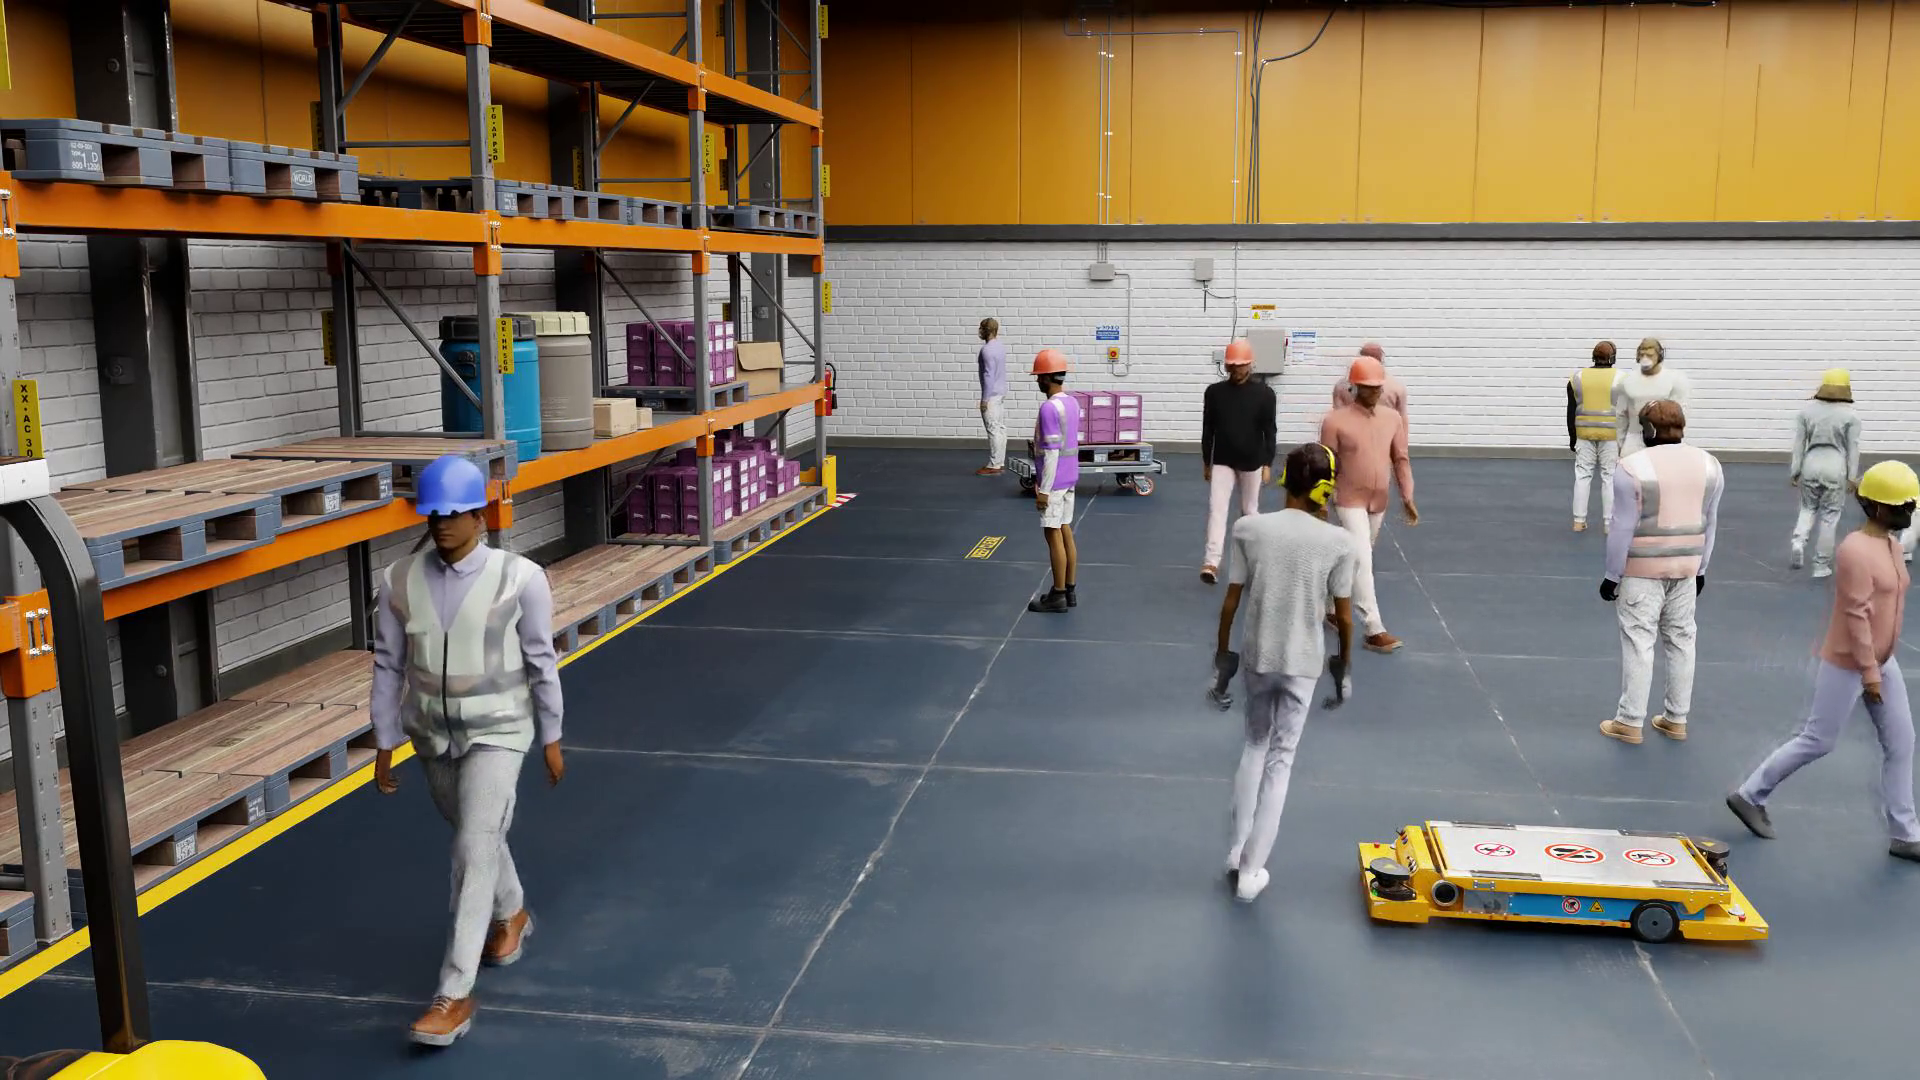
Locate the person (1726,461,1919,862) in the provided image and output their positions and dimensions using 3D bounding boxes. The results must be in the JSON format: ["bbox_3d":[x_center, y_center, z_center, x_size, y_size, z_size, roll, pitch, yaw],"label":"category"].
[{"bbox_3d":[3.803,0.502,7.119,0.519,1.731,0.856,-7,12,-39],"label":"person"}]

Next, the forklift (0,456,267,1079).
[{"bbox_3d":[-2.328,0.975,2.765,2.313,2.155,1.214,1,9,9],"label":"forklift"}]

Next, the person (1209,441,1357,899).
[{"bbox_3d":[1.302,0.516,6.675,0.550,1.833,0.531,4,10,25],"label":"person"}]

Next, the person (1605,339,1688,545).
[{"bbox_3d":[6.137,-0.842,14.883,0.645,1.890,0.979,7,11,36],"label":"person"}]

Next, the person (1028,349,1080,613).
[{"bbox_3d":[0.674,-0.431,12.230,0.371,1.933,0.551,4,10,22],"label":"person"}]

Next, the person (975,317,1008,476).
[{"bbox_3d":[0.386,-1.750,20.355,0.376,1.940,0.629,3,10,17],"label":"person"}]

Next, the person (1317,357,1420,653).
[{"bbox_3d":[2.720,-0.262,11.194,0.609,1.943,1.014,-4,10,-24],"label":"person"}]

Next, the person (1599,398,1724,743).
[{"bbox_3d":[3.694,0.166,8.848,0.621,1.841,0.429,-2,9,-12],"label":"person"}]

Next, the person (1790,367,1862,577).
[{"bbox_3d":[7.038,-0.546,13.553,0.453,1.728,0.502,-9,13,-43],"label":"person"}]

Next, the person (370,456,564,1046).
[{"bbox_3d":[-1.689,0.653,5.669,0.632,1.896,1.026,2,9,9],"label":"person"}]

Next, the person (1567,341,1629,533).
[{"bbox_3d":[6.129,-0.982,15.922,0.627,1.844,0.429,7,11,35],"label":"person"}]

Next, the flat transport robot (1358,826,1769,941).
[{"bbox_3d":[2.325,1.321,6.541,1.431,0.197,0.652,1,9,9],"label":"flat transport robot"}]

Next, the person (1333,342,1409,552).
[{"bbox_3d":[3.687,-0.836,14.947,0.671,1.855,0.994,3,10,20],"label":"person"}]

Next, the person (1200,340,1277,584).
[{"bbox_3d":[2.188,-0.608,13.259,0.631,1.943,1.007,3,10,20],"label":"person"}]

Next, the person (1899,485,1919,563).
[{"bbox_3d":[8.273,-0.574,14.113,0.522,1.605,0.760,-5,11,-29],"label":"person"}]
